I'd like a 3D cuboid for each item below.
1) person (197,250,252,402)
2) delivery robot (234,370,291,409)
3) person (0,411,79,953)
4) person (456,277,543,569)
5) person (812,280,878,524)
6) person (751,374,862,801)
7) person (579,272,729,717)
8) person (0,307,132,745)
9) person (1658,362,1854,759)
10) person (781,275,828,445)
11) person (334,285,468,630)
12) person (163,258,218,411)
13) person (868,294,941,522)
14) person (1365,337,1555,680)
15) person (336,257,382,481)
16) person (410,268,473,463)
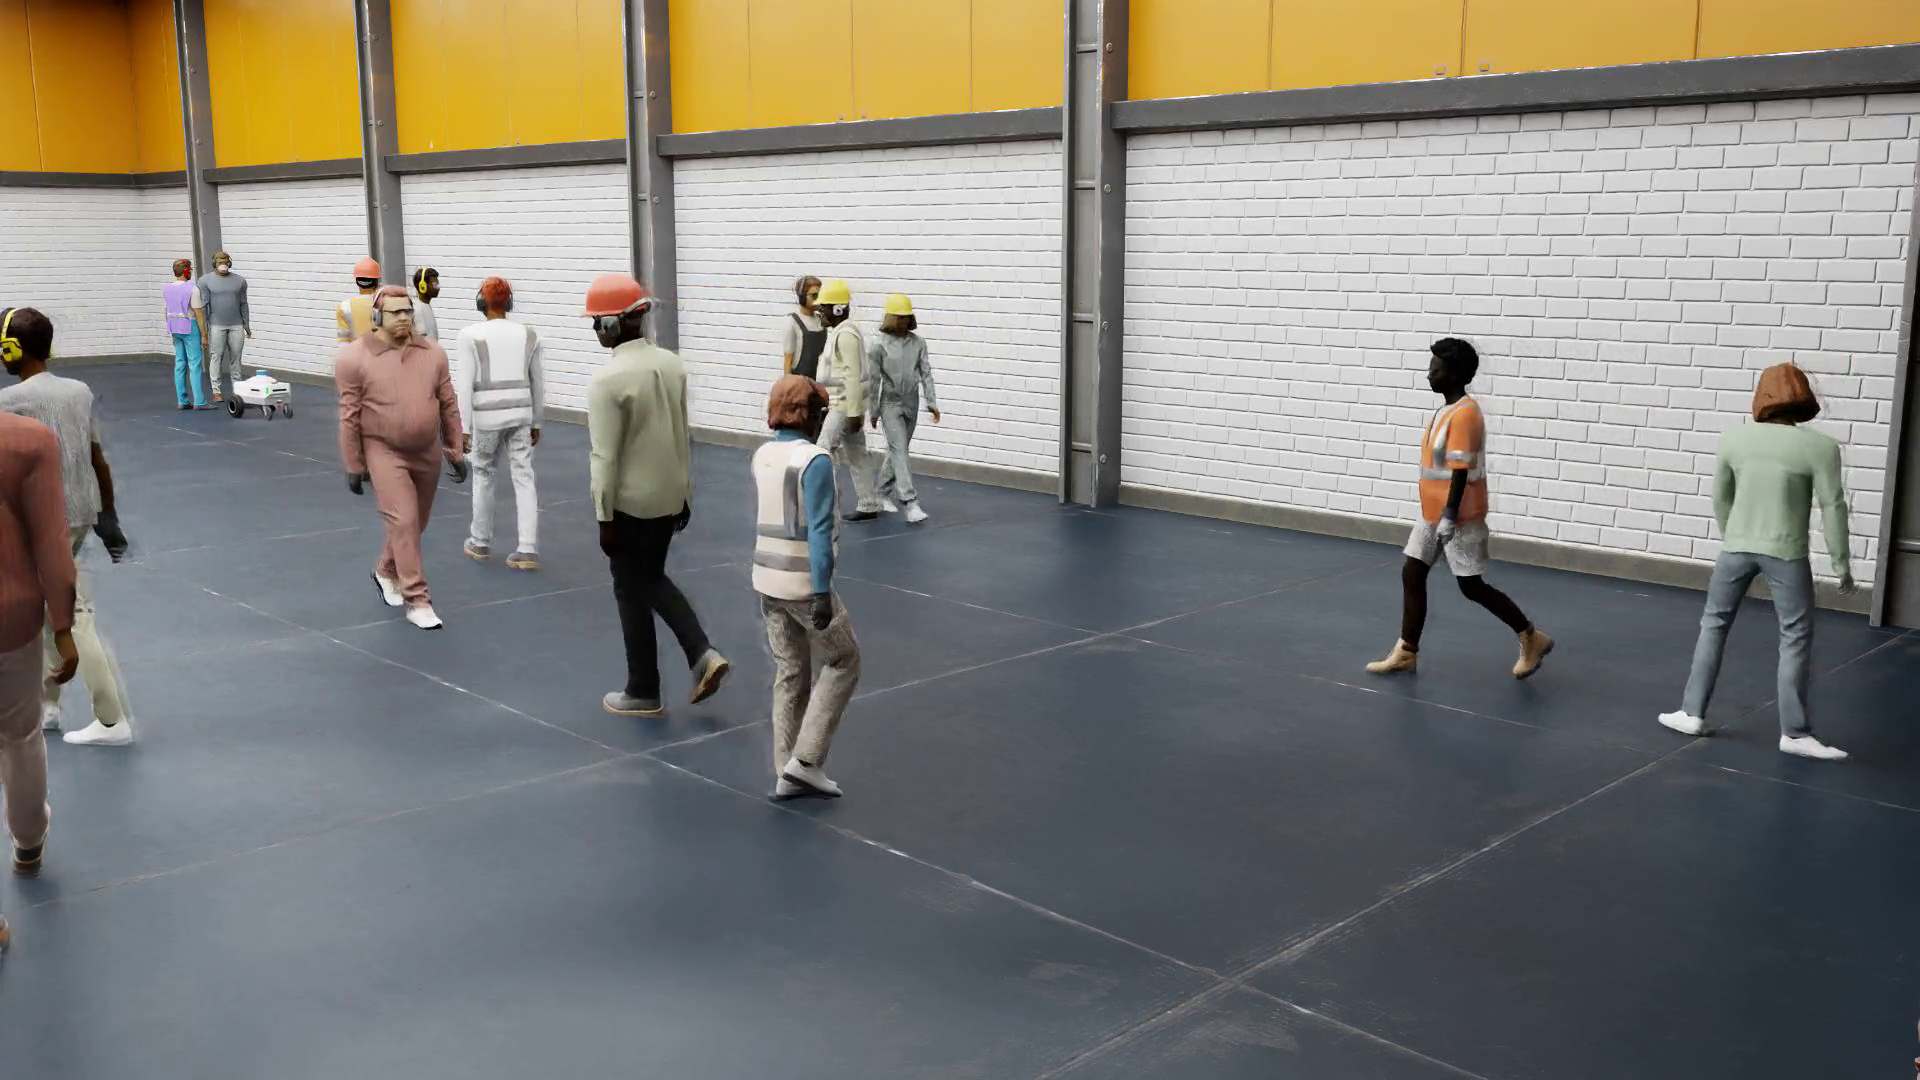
[{"bbox_3d":[-9.437,-2.741,21.372,0.634,1.936,0.351,-10,14,-42],"label":"person"},{"bbox_3d":[-8.160,-1.743,19.446,0.707,0.478,0.477,7,13,34],"label":"delivery robot"},{"bbox_3d":[-3.073,0.234,5.130,0.636,1.933,1.071,-5,12,-27],"label":"person"},{"bbox_3d":[-2.996,-0.757,10.762,0.622,1.854,0.865,-8,13,-37],"label":"person"},{"bbox_3d":[-0.964,-0.987,12.178,0.803,1.799,0.627,-1,10,-5],"label":"person"},{"bbox_3d":[-0.589,0.187,6.271,0.365,1.613,0.560,-7,13,-35],"label":"person"},{"bbox_3d":[-1.365,-0.170,7.246,0.529,1.975,0.636,5,12,27],"label":"person"},{"bbox_3d":[-3.877,-0.040,6.931,0.843,1.831,0.550,1,10,8],"label":"person"},{"bbox_3d":[3.382,0.075,6.921,0.319,1.611,0.765,-9,14,-41],"label":"person"},{"bbox_3d":[-1.262,-1.187,13.217,0.681,1.828,0.513,7,13,34],"label":"person"},{"bbox_3d":[-3.127,-0.489,9.281,0.937,1.872,0.650,10,14,44],"label":"person"},{"bbox_3d":[-9.424,-2.492,20.262,0.566,1.847,0.389,4,11,21],"label":"person"},{"bbox_3d":[-0.449,-1.007,12.569,0.500,1.695,0.894,-7,13,-34],"label":"person"},{"bbox_3d":[2.421,-0.137,7.927,0.805,1.661,0.523,0,10,-2],"label":"person"},{"bbox_3d":[-5.102,-1.475,14.464,0.542,1.939,0.364,-2,11,-12],"label":"person"},{"bbox_3d":[-4.815,-1.575,15.316,0.953,1.823,0.553,0,10,-2],"label":"person"}]
